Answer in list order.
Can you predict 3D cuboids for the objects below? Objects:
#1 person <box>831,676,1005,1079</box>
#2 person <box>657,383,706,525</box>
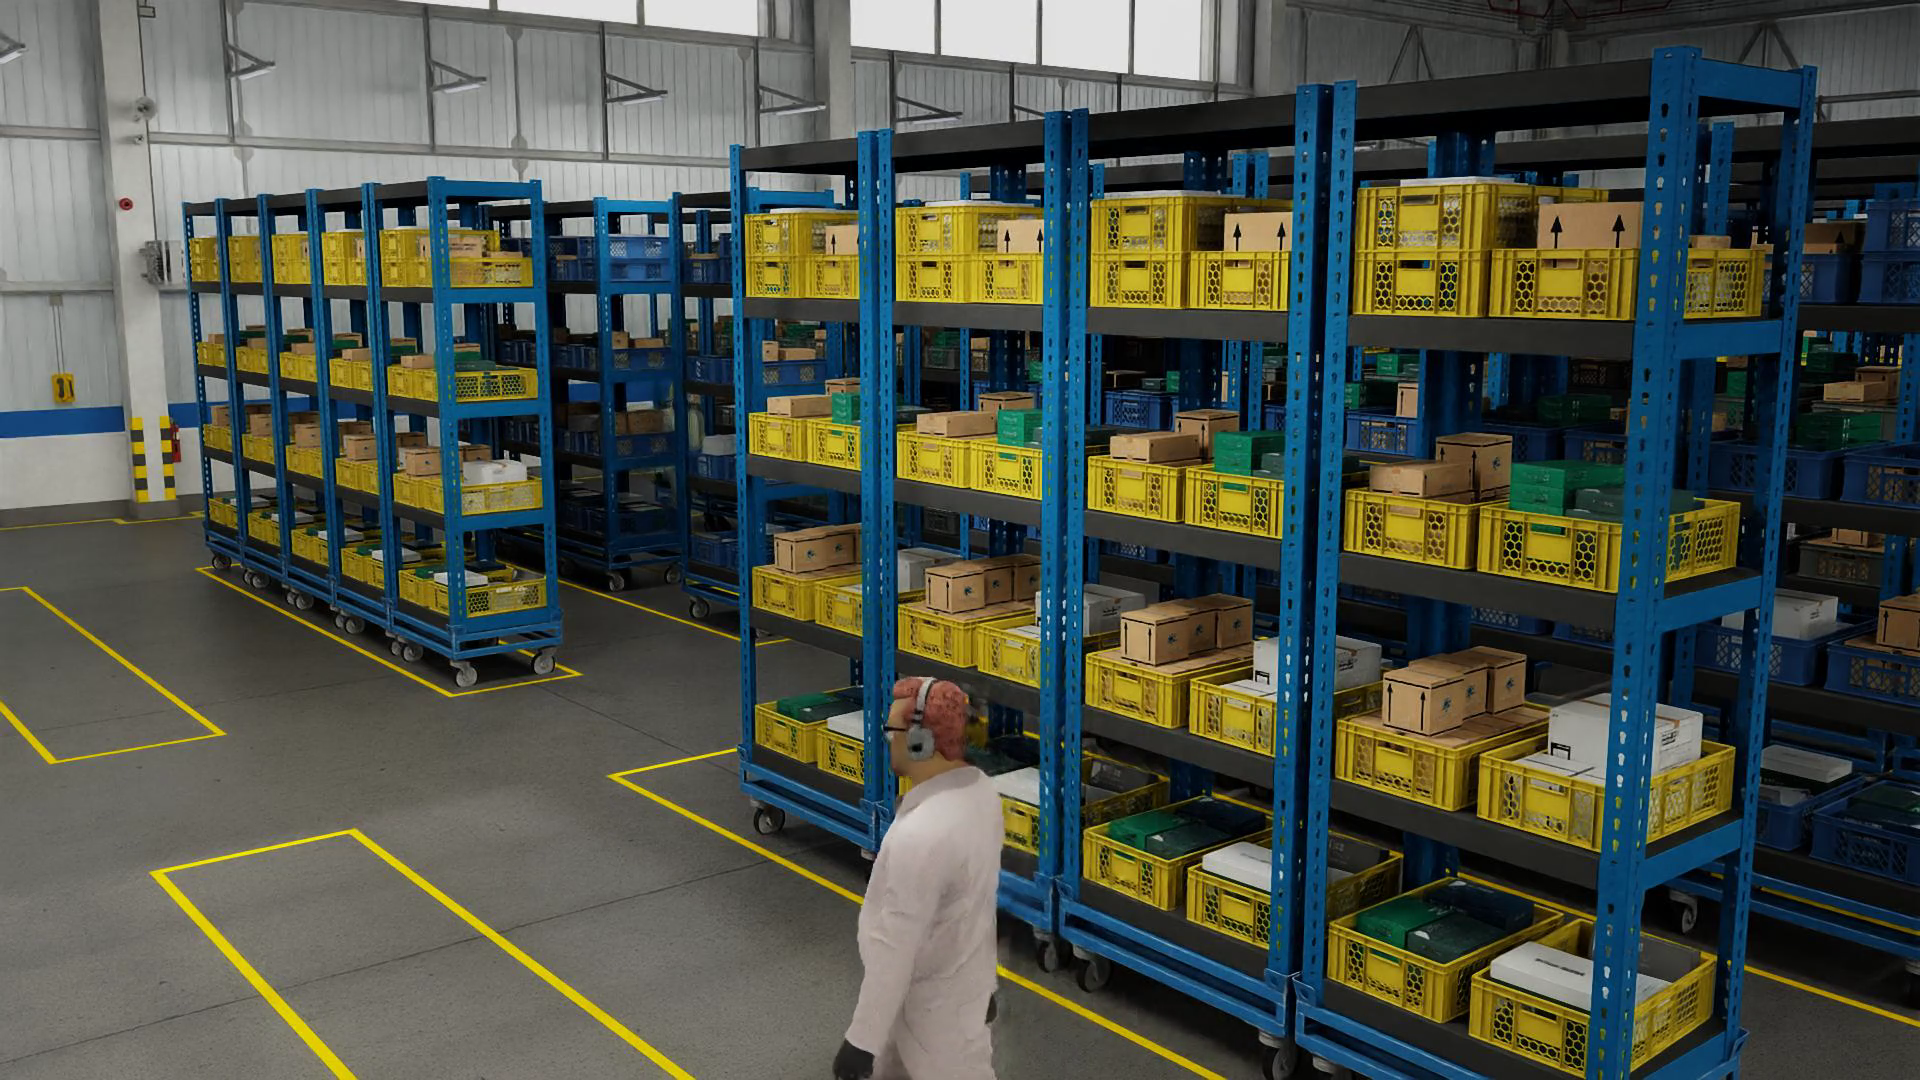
[{"bbox_3d":[-0.066,1.308,4.773,0.985,1.867,0.636,1,10,8],"label":"person"},{"bbox_3d":[-2.990,-0.819,17.747,0.595,1.812,0.788,-7,12,-37],"label":"person"}]
